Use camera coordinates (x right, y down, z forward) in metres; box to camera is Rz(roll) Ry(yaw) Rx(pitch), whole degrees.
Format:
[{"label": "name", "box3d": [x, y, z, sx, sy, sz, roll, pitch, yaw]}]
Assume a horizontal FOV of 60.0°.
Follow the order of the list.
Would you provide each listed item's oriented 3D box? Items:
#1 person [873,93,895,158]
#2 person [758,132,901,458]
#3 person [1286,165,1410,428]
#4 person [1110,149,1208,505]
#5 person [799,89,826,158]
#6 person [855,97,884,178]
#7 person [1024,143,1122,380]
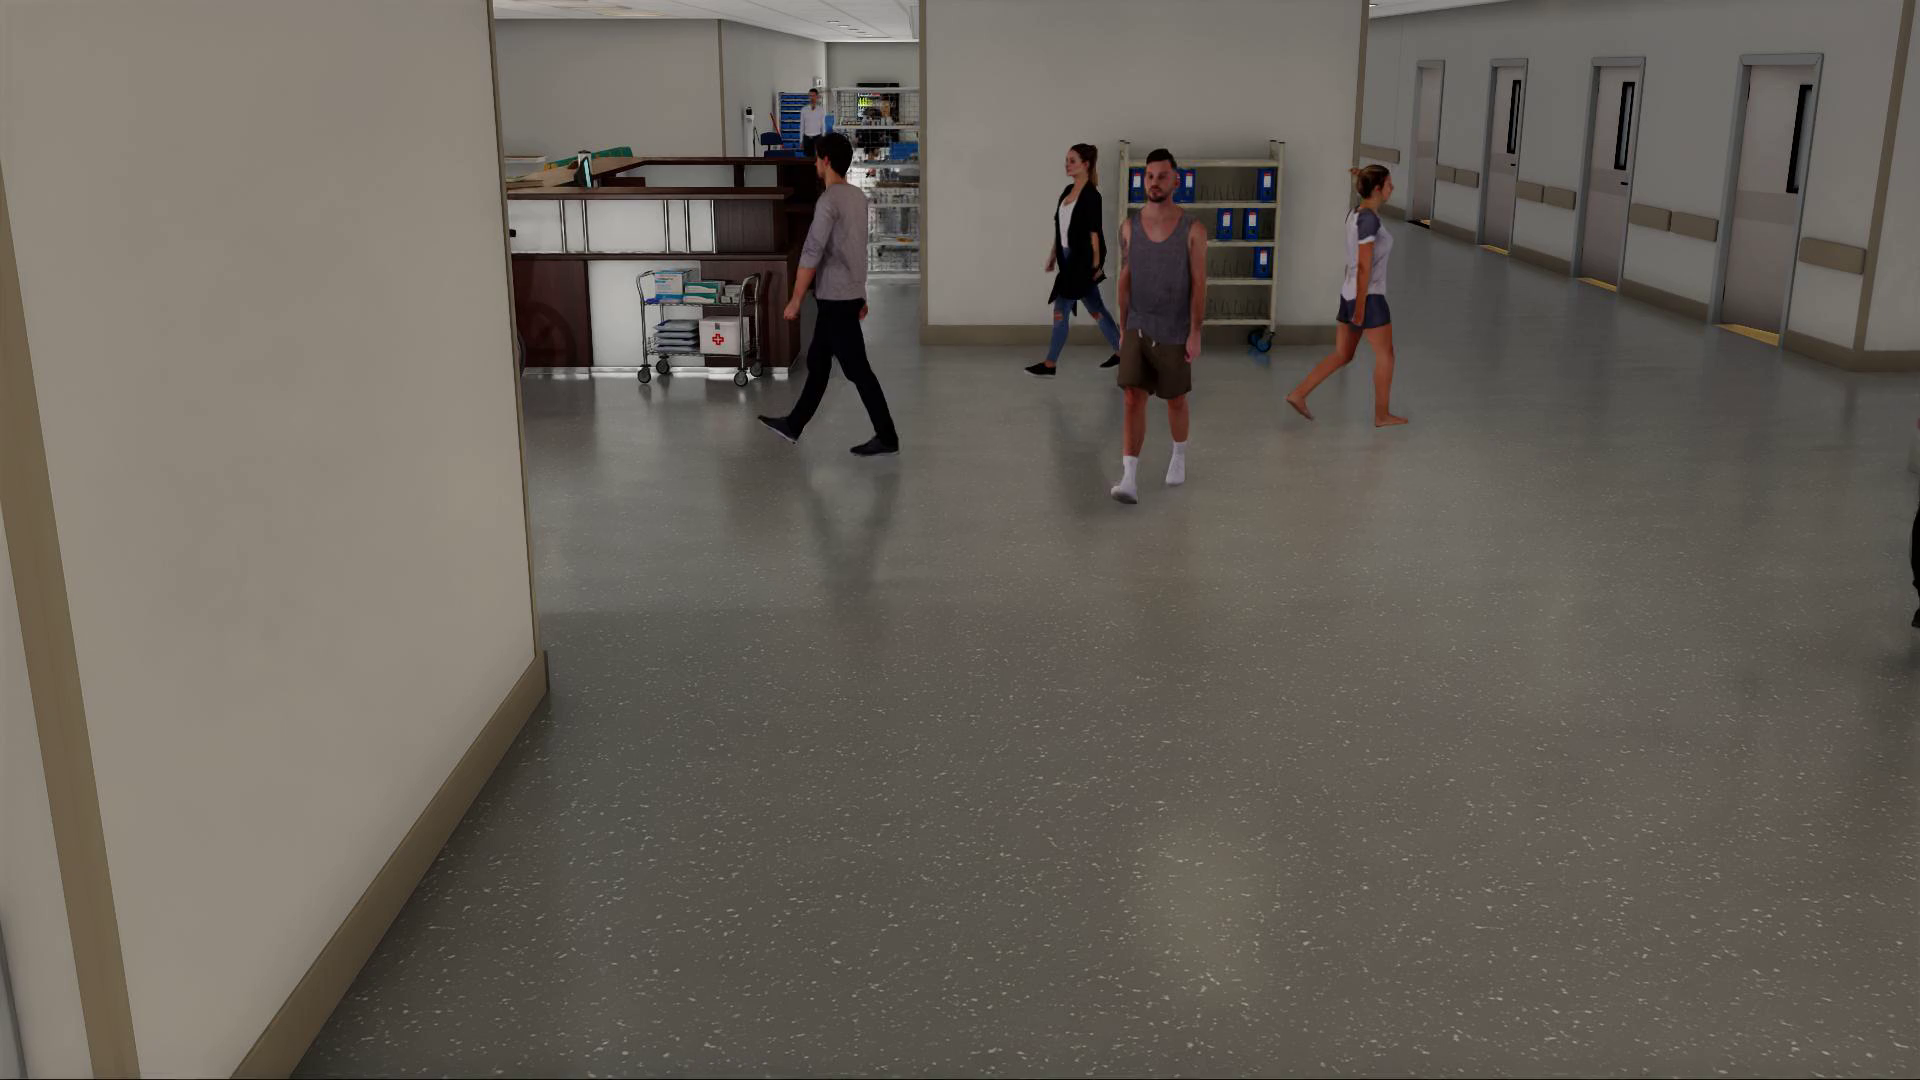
[{"label": "person", "box3d": [-1.900, -10.748, 43.070, 1.174, 1.638, 0.953, -9, 18, -28]}, {"label": "person", "box3d": [-0.590, -1.328, 9.366, 1.222, 1.796, 0.897, 4, 16, 14]}, {"label": "person", "box3d": [2.397, -1.470, 10.239, 0.986, 1.596, 0.615, -1, 16, -4]}, {"label": "person", "box3d": [1.088, -1.096, 8.740, 1.209, 1.789, 0.990, 5, 17, 19]}, {"label": "person", "box3d": [-2.706, -7.343, 30.610, 1.169, 1.846, 0.777, 2, 16, 7]}, {"label": "person", "box3d": [-1.840, -8.244, 34.218, 1.080, 1.623, 0.916, 3, 16, 12]}, {"label": "person", "box3d": [0.944, -1.963, 11.903, 1.174, 1.641, 0.859, -6, 17, -19]}]
